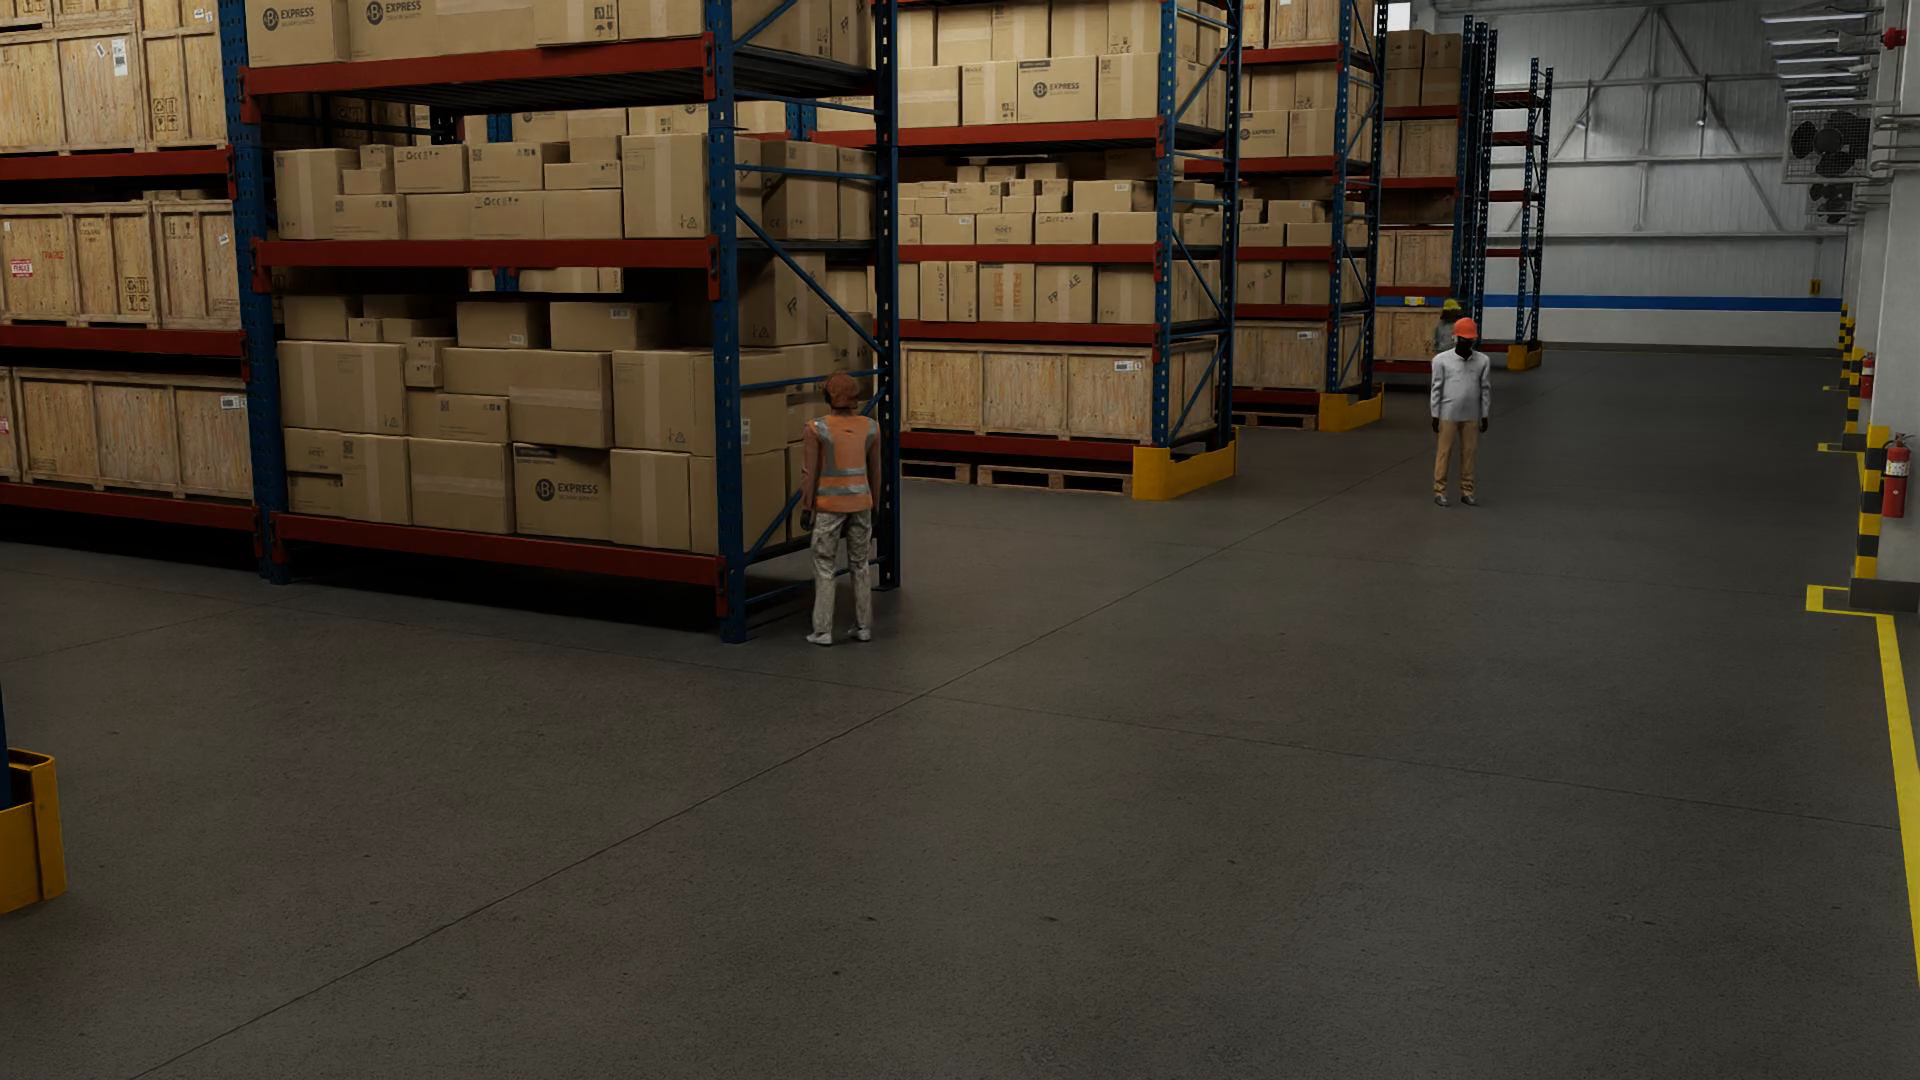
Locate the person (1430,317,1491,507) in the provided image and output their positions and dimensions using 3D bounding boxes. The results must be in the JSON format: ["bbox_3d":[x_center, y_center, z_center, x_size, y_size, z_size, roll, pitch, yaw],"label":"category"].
[{"bbox_3d":[4.603,-1.169,15.296,0.565,1.745,0.349,-1,10,-4],"label":"person"}]

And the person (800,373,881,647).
[{"bbox_3d":[-0.696,-0.179,9.907,0.524,1.630,0.313,-6,11,-30],"label":"person"}]

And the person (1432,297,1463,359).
[{"bbox_3d":[6.683,-2.441,22.684,0.499,1.732,0.439,5,11,24],"label":"person"}]
